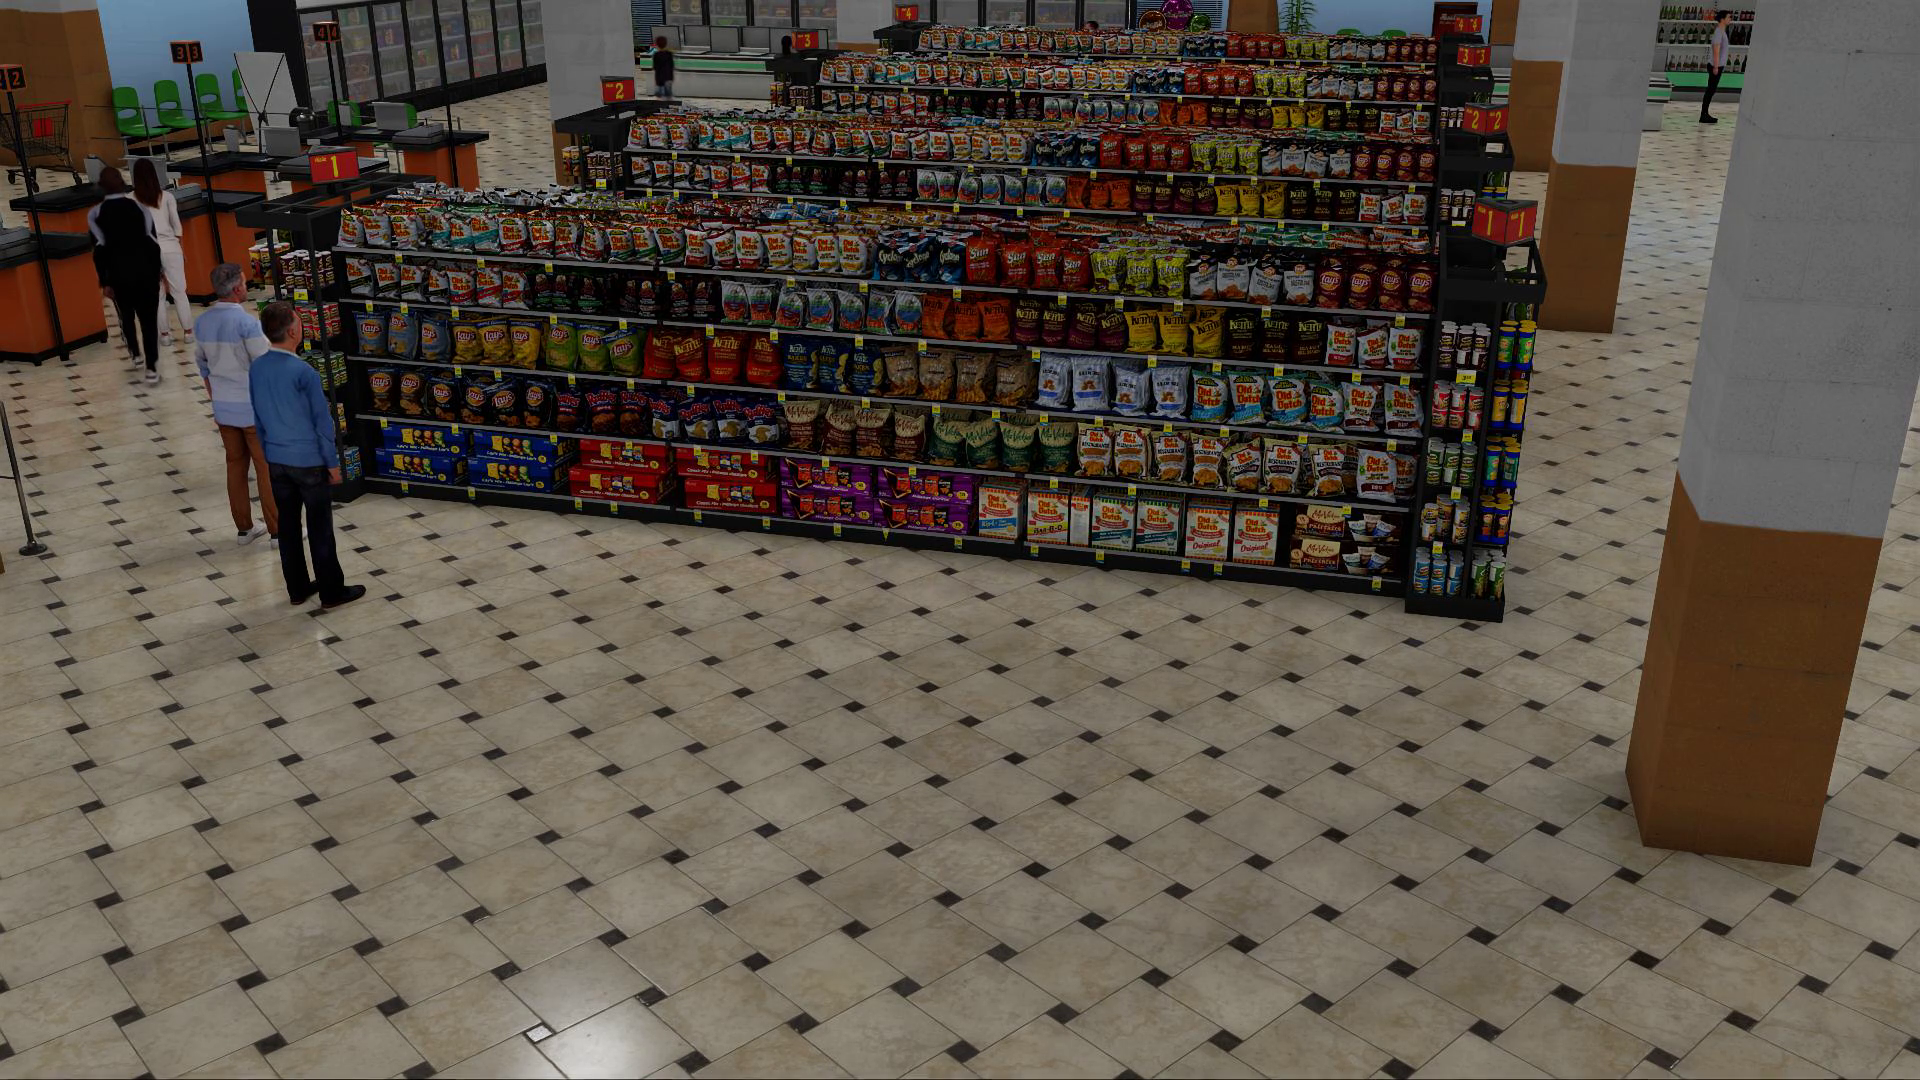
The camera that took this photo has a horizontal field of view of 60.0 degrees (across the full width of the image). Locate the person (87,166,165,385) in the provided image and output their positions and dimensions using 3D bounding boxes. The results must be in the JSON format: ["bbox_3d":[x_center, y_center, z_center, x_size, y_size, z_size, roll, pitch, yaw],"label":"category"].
[{"bbox_3d":[-6.909,-2.184,13.889,1.113,1.800,1.117,-9,24,-22],"label":"person"}]

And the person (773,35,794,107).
[{"bbox_3d":[-2.717,-7.130,26.363,0.610,1.678,0.740,0,22,-1],"label":"person"}]

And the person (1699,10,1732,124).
[{"bbox_3d":[13.048,-8.183,28.734,0.605,1.863,0.708,10,24,23],"label":"person"}]

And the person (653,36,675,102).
[{"bbox_3d":[-5.093,-7.923,28.682,0.910,1.419,0.954,-11,25,-26],"label":"person"}]

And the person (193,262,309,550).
[{"bbox_3d":[-4.528,-0.845,10.523,0.493,1.825,0.752,7,23,17],"label":"person"}]

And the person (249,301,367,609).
[{"bbox_3d":[-3.845,-0.491,9.654,0.523,1.817,0.736,8,23,19],"label":"person"}]

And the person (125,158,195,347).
[{"bbox_3d":[-7.276,-2.618,15.120,0.660,1.688,0.742,-9,24,-22],"label":"person"}]
